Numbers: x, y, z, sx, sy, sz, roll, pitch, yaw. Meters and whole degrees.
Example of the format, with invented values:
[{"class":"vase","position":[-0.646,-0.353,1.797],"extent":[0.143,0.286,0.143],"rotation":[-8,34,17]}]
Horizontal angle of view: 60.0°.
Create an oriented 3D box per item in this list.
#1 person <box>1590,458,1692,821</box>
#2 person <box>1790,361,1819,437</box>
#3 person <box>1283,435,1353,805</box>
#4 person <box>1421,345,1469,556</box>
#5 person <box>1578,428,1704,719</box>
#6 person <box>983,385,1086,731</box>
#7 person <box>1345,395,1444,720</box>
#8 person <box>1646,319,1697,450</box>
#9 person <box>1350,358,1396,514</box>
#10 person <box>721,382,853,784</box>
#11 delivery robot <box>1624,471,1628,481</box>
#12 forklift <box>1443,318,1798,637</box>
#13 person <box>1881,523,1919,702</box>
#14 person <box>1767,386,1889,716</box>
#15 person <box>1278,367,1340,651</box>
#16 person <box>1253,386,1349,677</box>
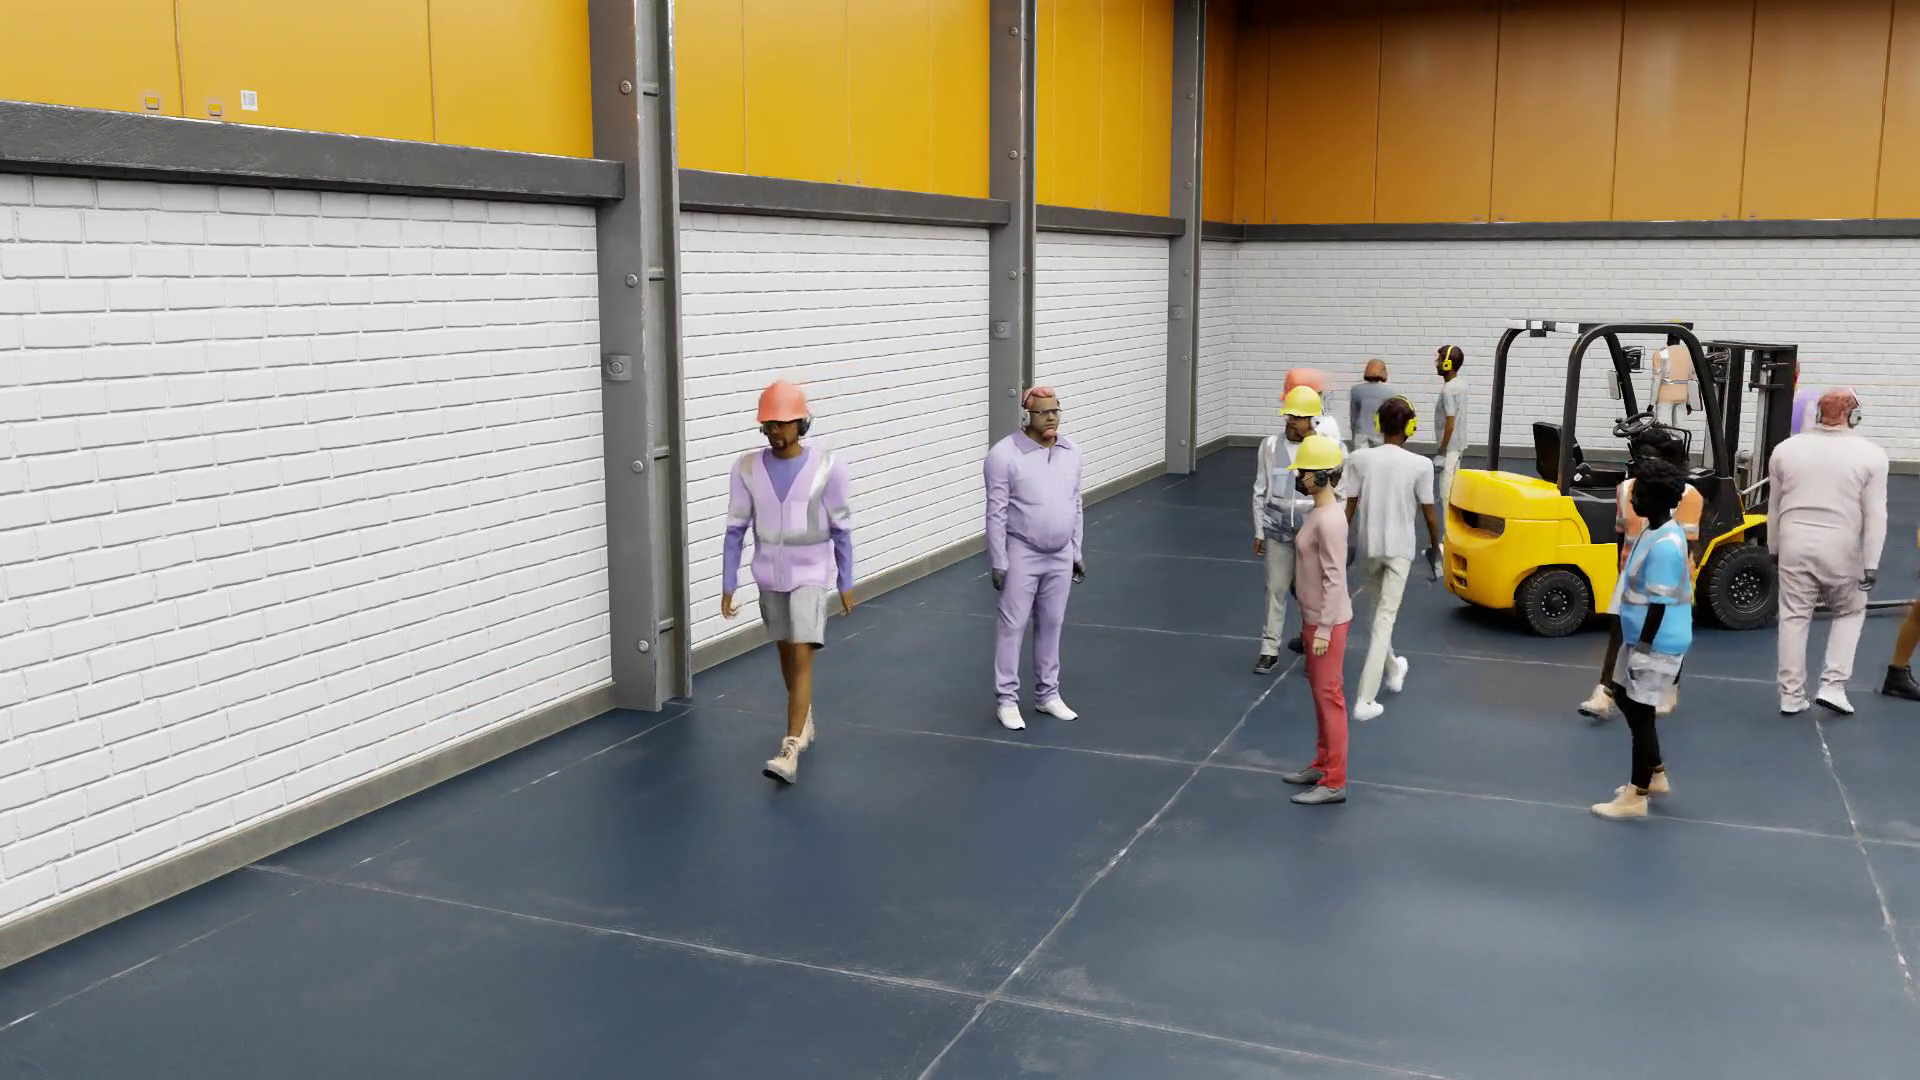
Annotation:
[{"class":"person","position":[3.171,0.463,7.680],"extent":[0.377,1.690,0.565],"rotation":[3,10,18]},{"class":"person","position":[6.883,-0.599,13.756],"extent":[0.522,1.820,0.572],"rotation":[-2,10,-12]},{"class":"person","position":[1.707,0.382,7.960],"extent":[0.329,1.767,0.528],"rotation":[1,9,7]},{"class":"person","position":[4.306,-0.784,14.707],"extent":[0.327,1.874,0.518],"rotation":[6,11,31]},{"class":"person","position":[3.829,0.210,9.294],"extent":[0.835,1.652,0.541],"rotation":[-8,12,-39]},{"class":"person","position":[0.444,0.092,9.287],"extent":[0.643,1.910,0.400],"rotation":[-6,11,-31]},{"class":"person","position":[2.515,0.080,9.611],"extent":[0.554,1.815,0.967],"rotation":[7,11,35]},{"class":"person","position":[8.614,-1.712,20.160],"extent":[0.595,1.925,0.371],"rotation":[-2,10,-10]},{"class":"person","position":[4.297,-1.079,17.292],"extent":[0.504,1.610,0.631],"rotation":[5,11,29]},{"class":"person","position":[-0.890,0.196,8.430],"extent":[0.639,1.985,1.055],"rotation":[2,10,12]},{"class":"delivery robot","position":[6.984,-0.552,16.995],"extent":[0.477,0.478,0.707],"rotation":[-4,10,-24]},{"class":"forklift","position":[4.706,-0.497,11.990],"extent":[2.313,2.155,1.214],"rotation":[-2,10,-10]},{"class":"person","position":[5.849,0.051,9.553],"extent":[0.930,1.896,0.570],"rotation":[8,12,40]},{"class":"person","position":[4.912,0.072,9.466],"extent":[0.665,1.887,0.484],"rotation":[9,13,43]},{"class":"person","position":[2.320,-0.183,10.980],"extent":[0.434,1.902,0.576],"rotation":[6,11,33]},{"class":"person","position":[2.116,-0.051,10.397],"extent":[0.591,1.828,0.404],"rotation":[4,10,22]}]
